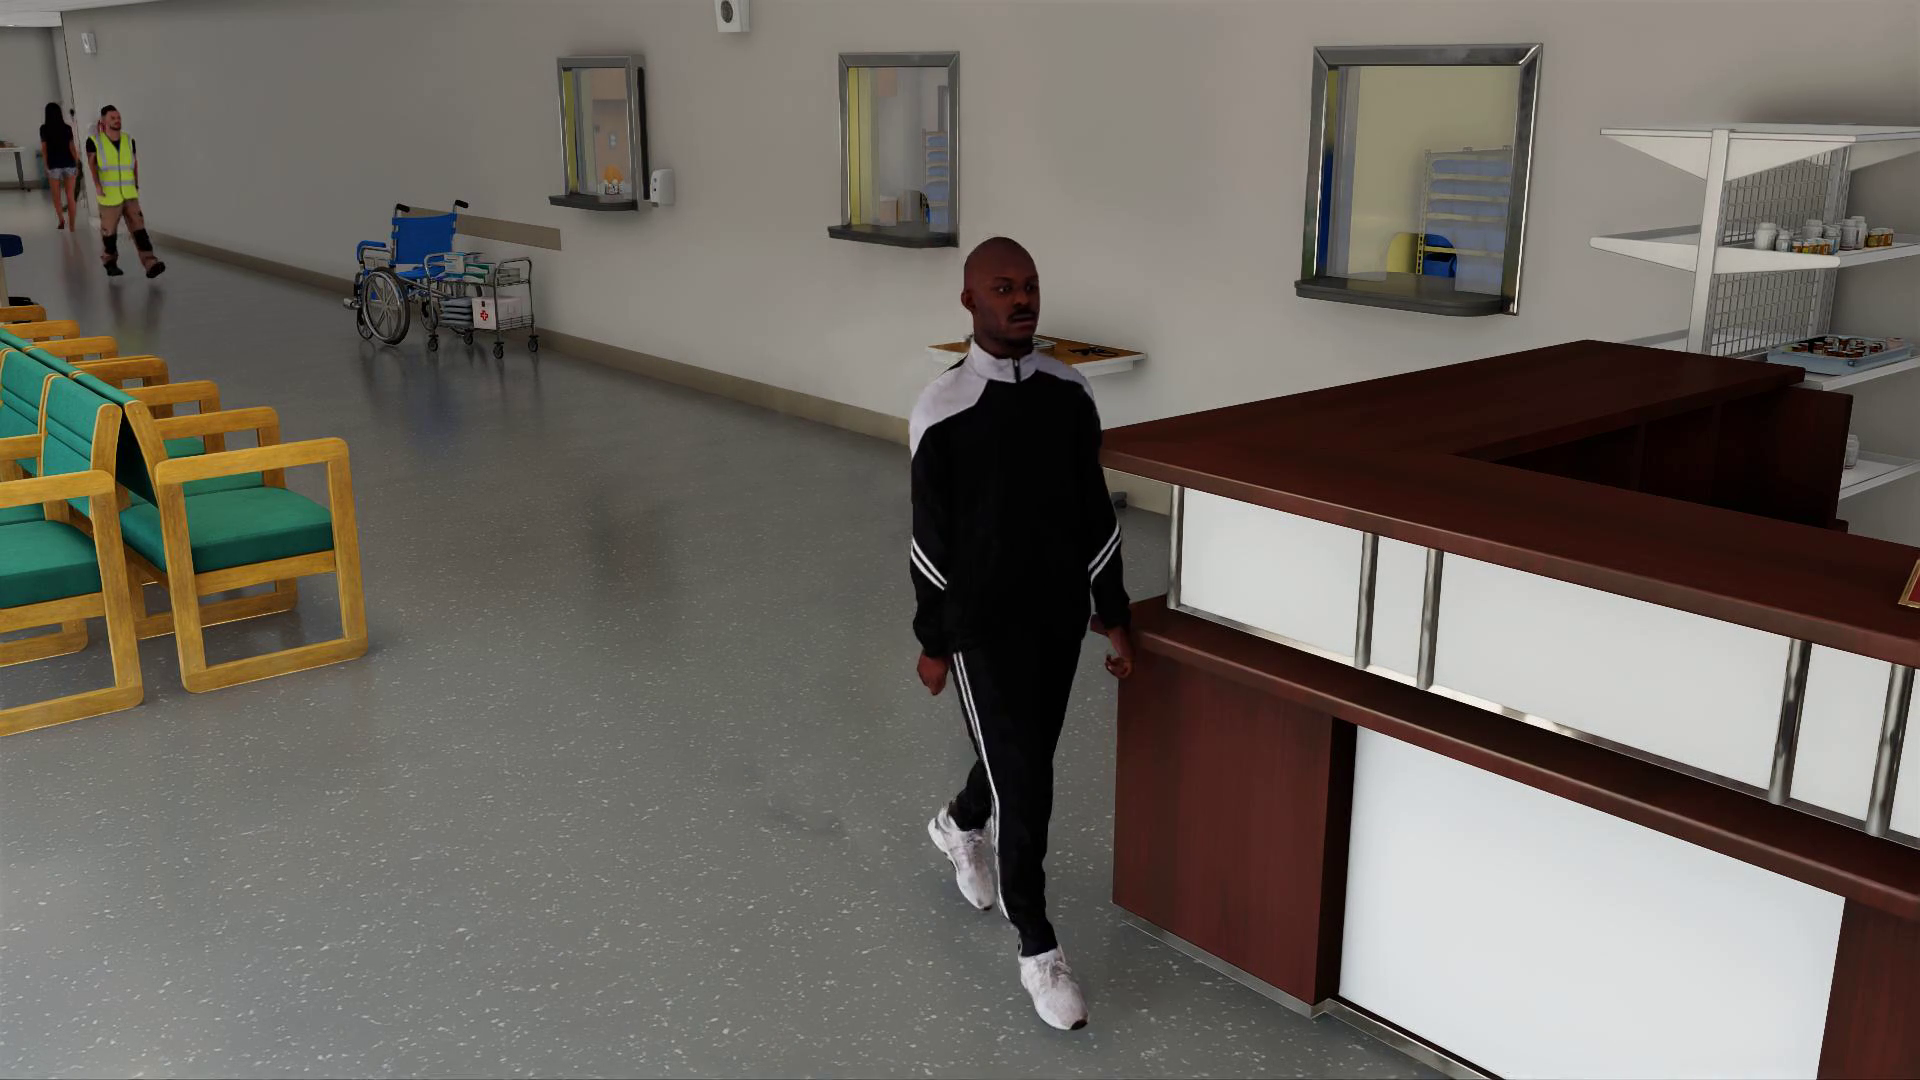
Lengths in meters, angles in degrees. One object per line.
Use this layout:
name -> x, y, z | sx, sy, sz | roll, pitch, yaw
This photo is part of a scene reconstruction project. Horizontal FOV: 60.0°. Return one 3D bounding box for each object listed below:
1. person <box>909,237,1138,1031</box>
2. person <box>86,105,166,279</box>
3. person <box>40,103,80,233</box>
person -> 0.096, 0.164, 4.104 | 1.130, 1.812, 0.864 | -9, 18, -29
person -> -9.027, -3.669, 17.736 | 0.844, 1.791, 1.119 | 14, 21, 40
person -> -12.430, -5.143, 23.028 | 0.621, 1.758, 0.701 | -9, 18, -28
